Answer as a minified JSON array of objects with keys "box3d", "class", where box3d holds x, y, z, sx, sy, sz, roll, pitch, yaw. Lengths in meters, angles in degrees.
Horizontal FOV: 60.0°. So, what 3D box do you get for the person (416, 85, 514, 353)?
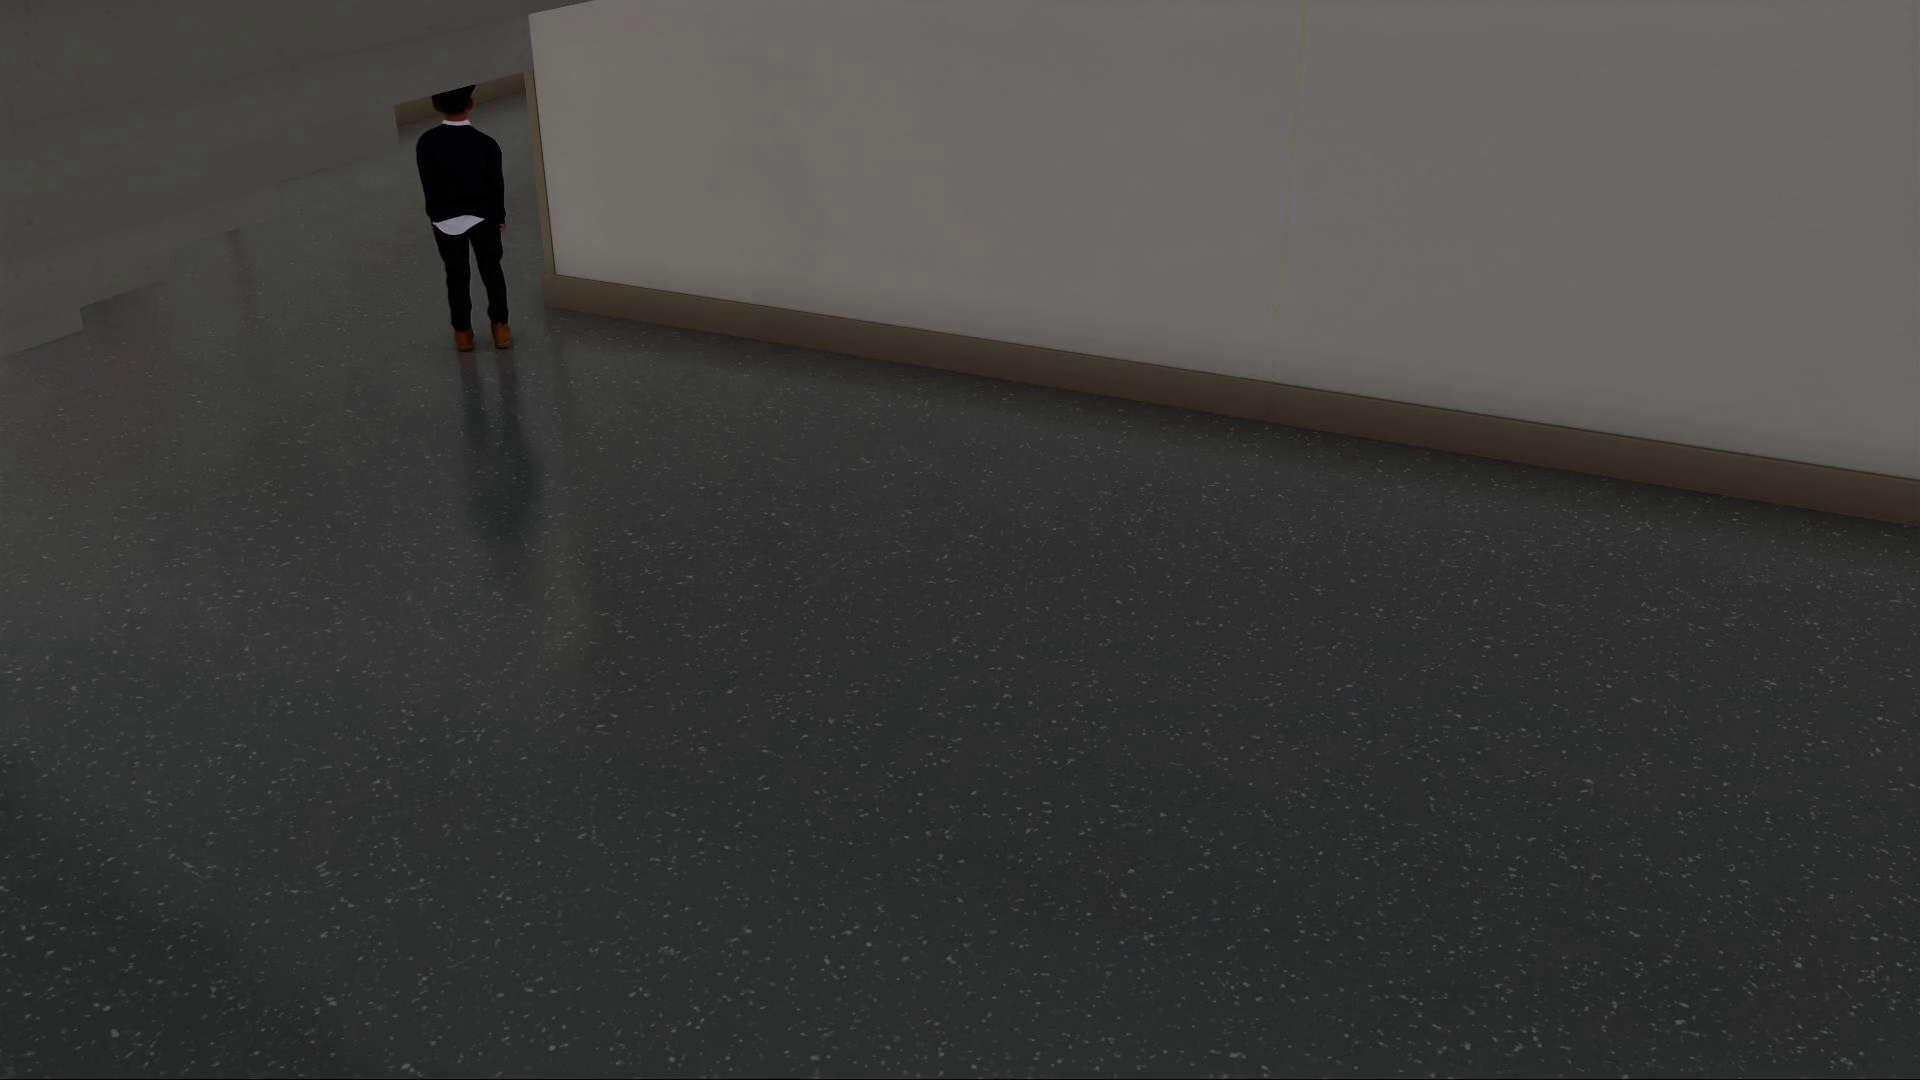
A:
[{"box3d":[-2.116,-1.416,7.113,0.571,1.223,0.636,-8,27,-16],"class":"person"}]
